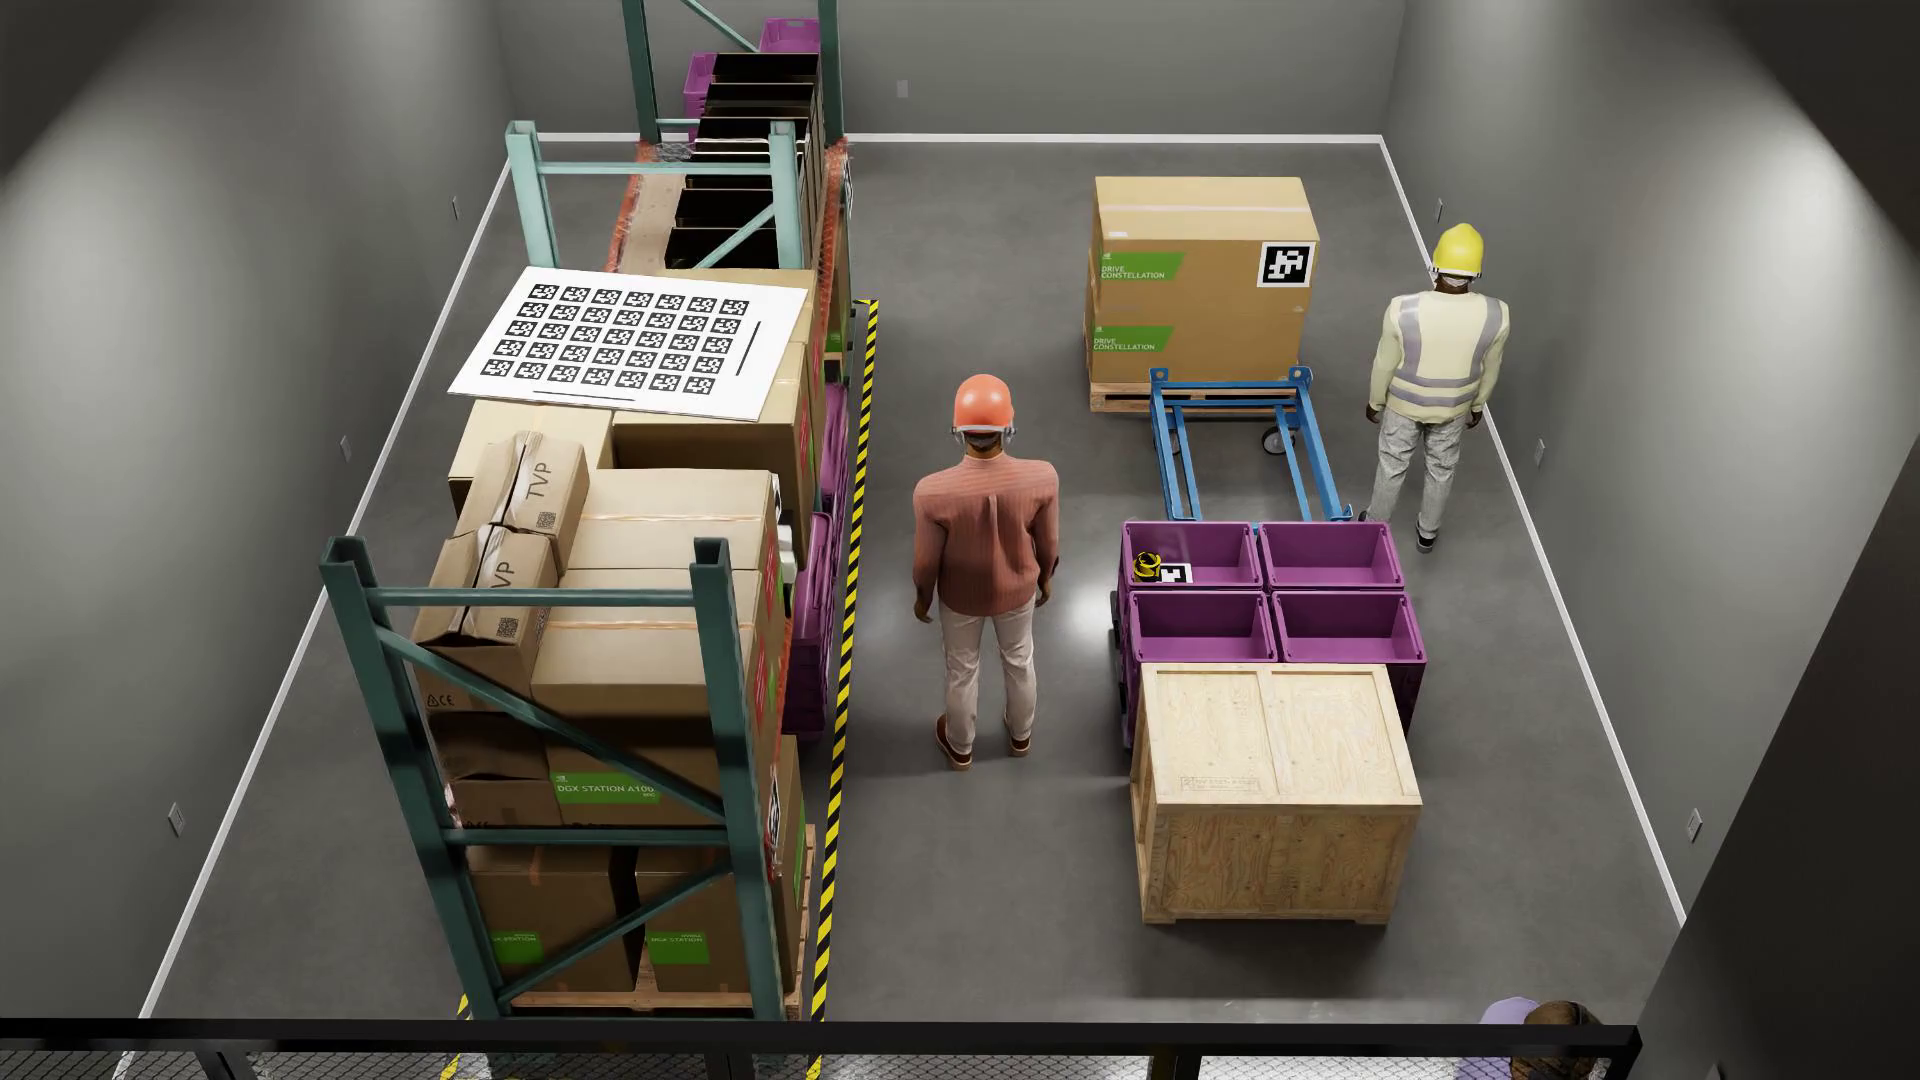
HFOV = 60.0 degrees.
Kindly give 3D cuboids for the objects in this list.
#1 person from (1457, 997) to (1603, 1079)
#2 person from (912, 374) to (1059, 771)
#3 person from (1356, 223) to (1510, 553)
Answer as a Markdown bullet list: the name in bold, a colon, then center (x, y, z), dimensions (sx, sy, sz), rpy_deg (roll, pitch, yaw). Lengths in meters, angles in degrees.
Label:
- **person**: center (1.538, 1.942, 4.903), dimensions (0.356, 1.932, 0.638), rpy_deg (11, 42, 12)
- **person**: center (0.100, 0.171, 6.882), dimensions (0.611, 1.987, 0.389), rpy_deg (-9, 42, -10)
- **person**: center (2.247, -0.695, 7.984), dimensions (0.590, 1.833, 0.404), rpy_deg (2, 41, 2)
